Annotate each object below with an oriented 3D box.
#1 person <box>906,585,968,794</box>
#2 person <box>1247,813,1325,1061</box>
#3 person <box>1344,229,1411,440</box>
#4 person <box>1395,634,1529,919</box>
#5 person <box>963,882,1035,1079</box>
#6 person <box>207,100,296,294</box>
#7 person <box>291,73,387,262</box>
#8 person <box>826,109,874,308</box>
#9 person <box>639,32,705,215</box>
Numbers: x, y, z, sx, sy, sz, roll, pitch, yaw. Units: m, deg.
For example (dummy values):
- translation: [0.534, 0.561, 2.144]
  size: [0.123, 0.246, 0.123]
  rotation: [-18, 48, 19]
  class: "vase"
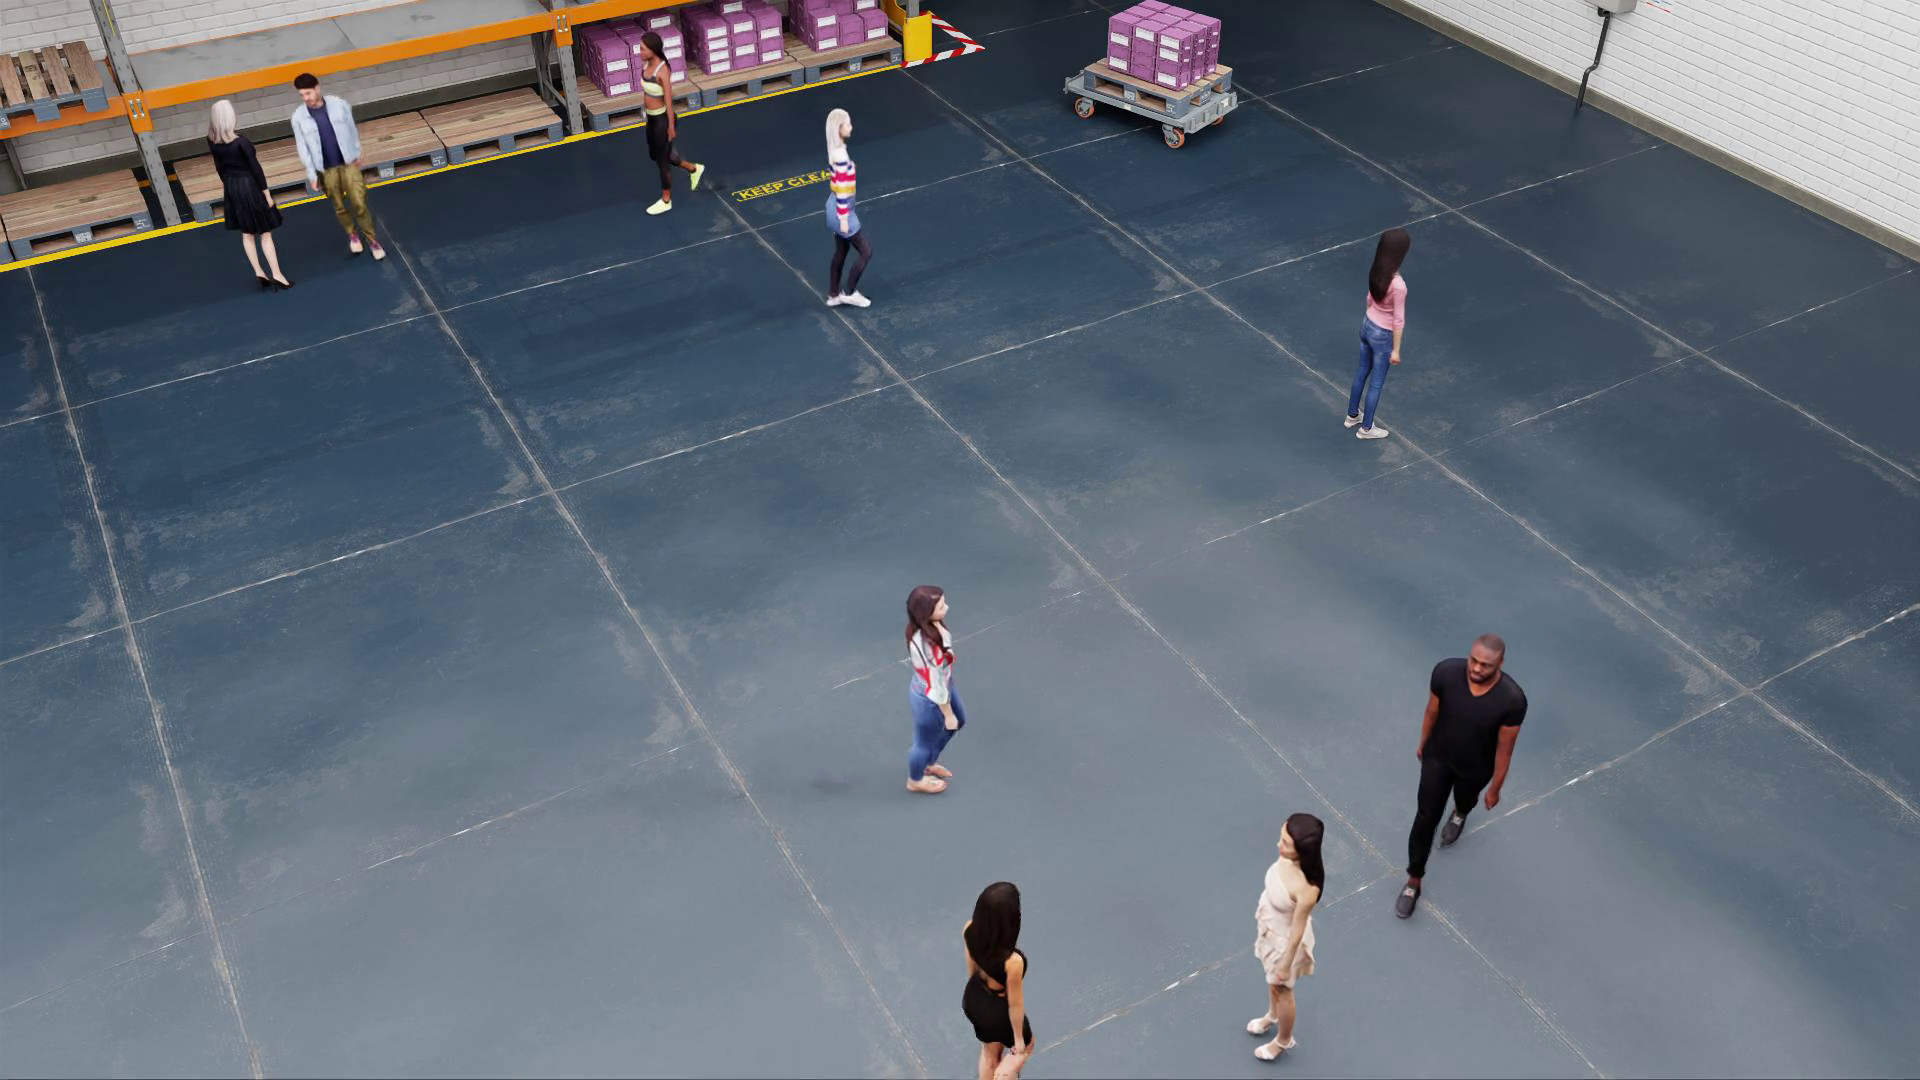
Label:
- translation: [-0.249, 0.894, 9.607]
  size: [0.738, 1.601, 0.710]
  rotation: [0, 39, 0]
  class: "person"
- translation: [1.611, 1.952, 8.175]
  size: [0.663, 1.734, 0.642]
  rotation: [-1, 39, -1]
  class: "person"
- translation: [3.168, -1.565, 12.571]
  size: [0.561, 1.743, 0.607]
  rotation: [-13, 40, -15]
  class: "person"
- translation: [2.777, 1.170, 9.119]
  size: [1.056, 1.776, 1.293]
  rotation: [21, 43, 24]
  class: "person"
- translation: [0.096, 2.281, 7.845]
  size: [0.686, 1.631, 0.650]
  rotation: [-26, 46, -29]
  class: "person"
- translation: [-6.127, -2.953, 14.307]
  size: [0.699, 1.746, 0.758]
  rotation: [10, 40, 12]
  class: "person"
- translation: [-5.530, -3.346, 14.777]
  size: [0.778, 1.773, 0.802]
  rotation: [-20, 43, -23]
  class: "person"
- translation: [-1.075, -2.758, 14.023]
  size: [0.760, 1.796, 0.764]
  rotation: [-6, 39, -8]
  class: "person"
- translation: [-2.720, -3.918, 15.518]
  size: [0.923, 1.742, 0.637]
  rotation: [-26, 45, -29]
  class: "person"
